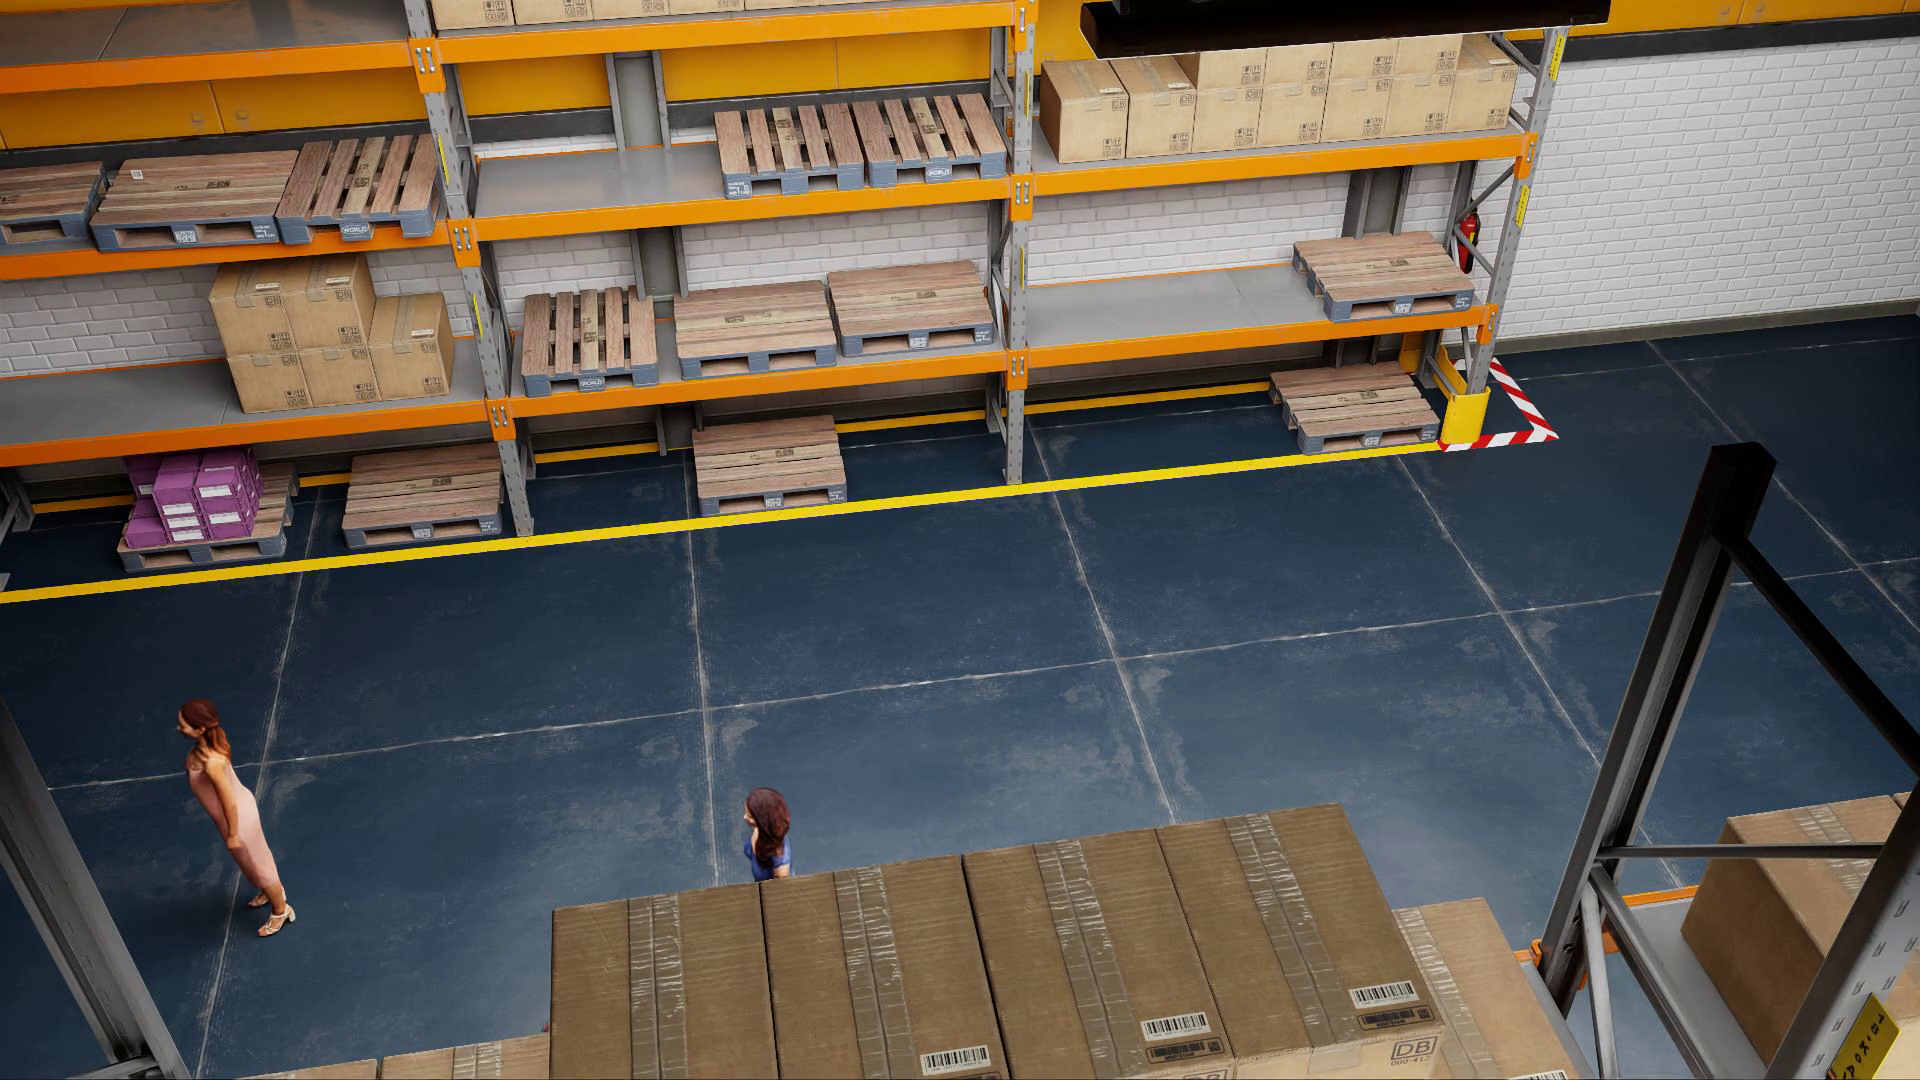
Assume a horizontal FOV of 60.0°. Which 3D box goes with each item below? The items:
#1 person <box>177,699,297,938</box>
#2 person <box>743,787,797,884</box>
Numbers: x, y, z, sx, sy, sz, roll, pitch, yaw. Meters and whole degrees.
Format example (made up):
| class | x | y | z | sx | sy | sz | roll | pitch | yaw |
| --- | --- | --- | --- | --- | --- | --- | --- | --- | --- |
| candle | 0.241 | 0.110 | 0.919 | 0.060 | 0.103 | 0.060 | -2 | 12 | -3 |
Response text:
| class | x | y | z | sx | sy | sz | roll | pitch | yaw |
| --- | --- | --- | --- | --- | --- | --- | --- | --- | --- |
| person | -4.260 | 1.617 | 9.790 | 0.608 | 1.832 | 0.637 | -19 | 42 | -22 |
| person | -0.947 | 2.013 | 9.333 | 1.042 | 1.782 | 0.813 | -17 | 42 | -20 |
